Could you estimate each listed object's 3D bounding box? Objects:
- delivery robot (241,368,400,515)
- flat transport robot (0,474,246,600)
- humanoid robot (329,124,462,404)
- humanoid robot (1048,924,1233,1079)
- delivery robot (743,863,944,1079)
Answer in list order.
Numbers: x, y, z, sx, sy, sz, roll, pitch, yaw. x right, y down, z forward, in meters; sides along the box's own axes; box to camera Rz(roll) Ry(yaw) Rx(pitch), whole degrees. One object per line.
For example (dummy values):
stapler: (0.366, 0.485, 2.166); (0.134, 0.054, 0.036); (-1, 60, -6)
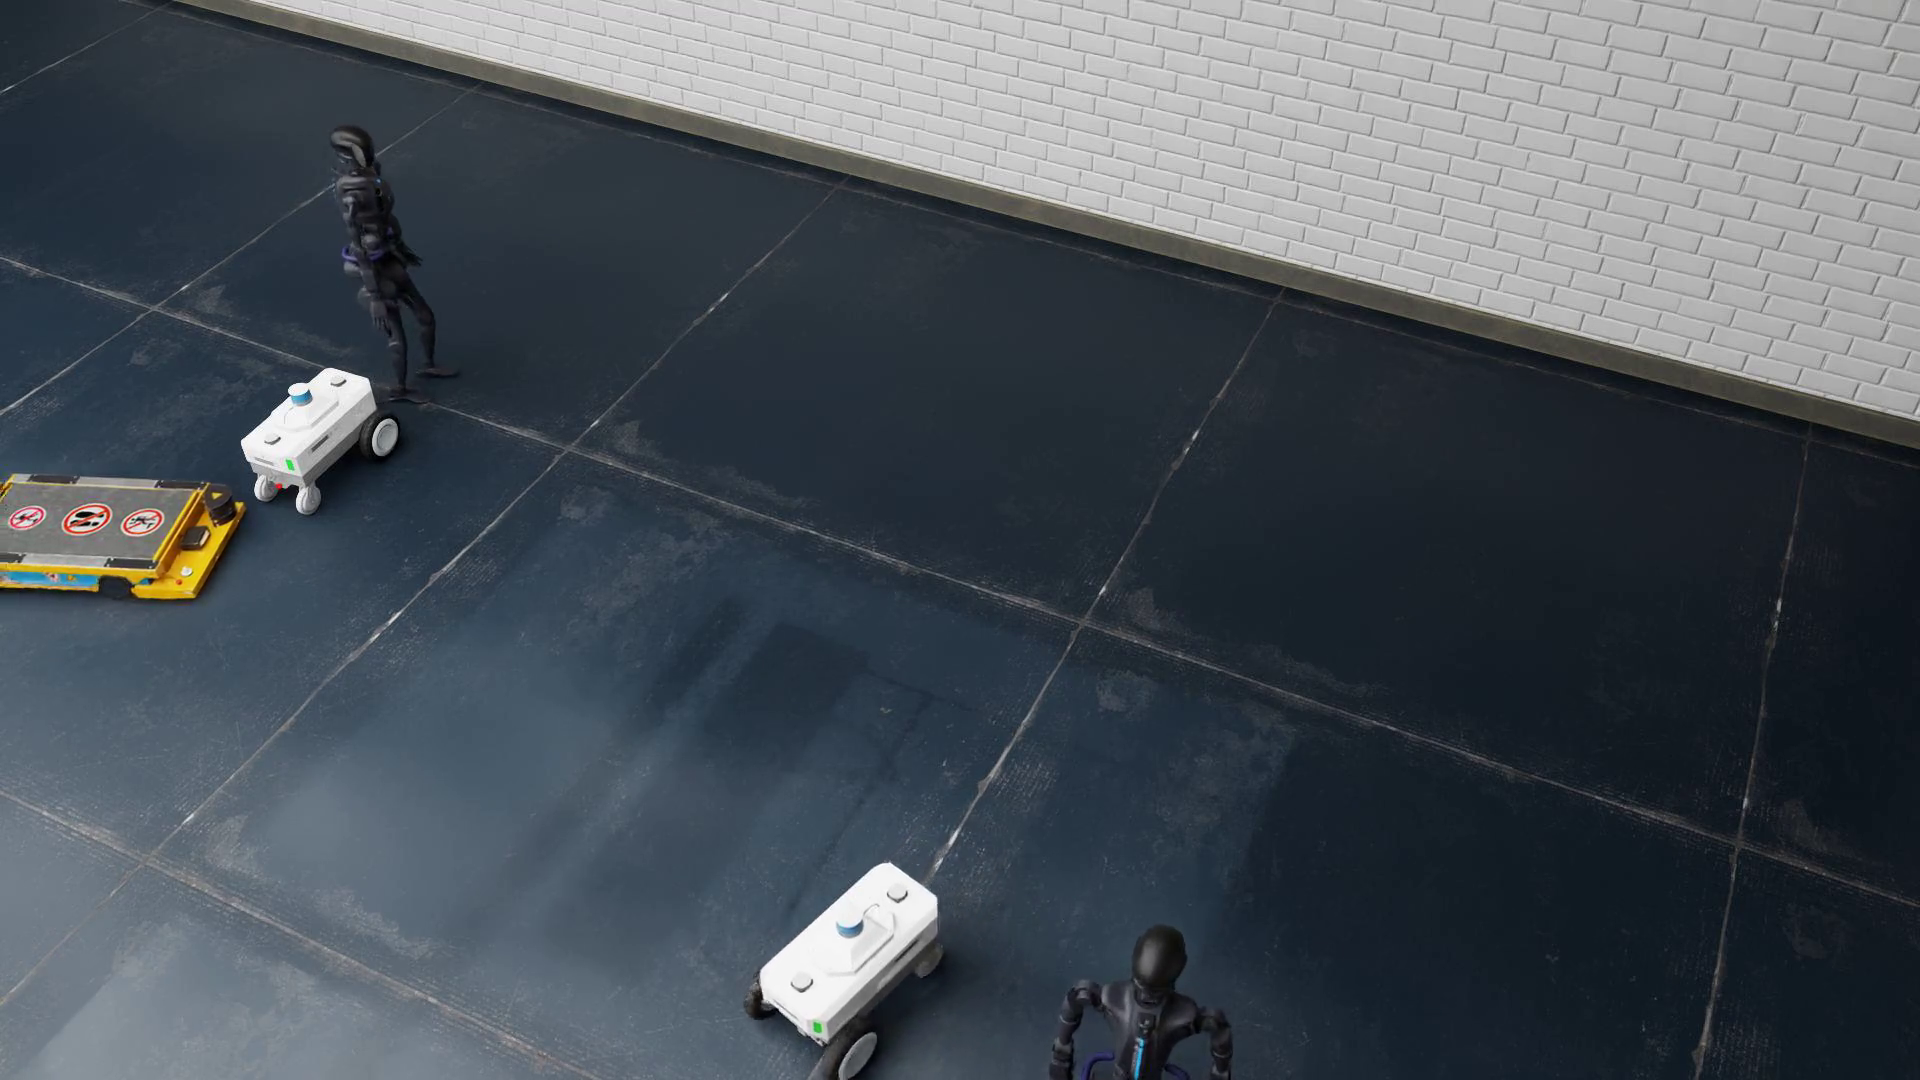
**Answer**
delivery robot: (-3.347, -0.560, 8.655); (0.499, 0.603, 0.794); (16, 45, 17)
flat transport robot: (-4.390, -0.020, 8.277); (1.431, 0.231, 0.659); (3, 43, 3)
humanoid robot: (-3.020, -1.430, 8.758); (0.348, 1.649, 0.609); (-1, 43, -1)
humanoid robot: (0.546, 1.802, 5.283); (0.611, 1.646, 0.374); (8, 43, 9)
delivery robot: (-0.414, 1.595, 6.307); (0.499, 0.571, 0.756); (31, 51, 29)
